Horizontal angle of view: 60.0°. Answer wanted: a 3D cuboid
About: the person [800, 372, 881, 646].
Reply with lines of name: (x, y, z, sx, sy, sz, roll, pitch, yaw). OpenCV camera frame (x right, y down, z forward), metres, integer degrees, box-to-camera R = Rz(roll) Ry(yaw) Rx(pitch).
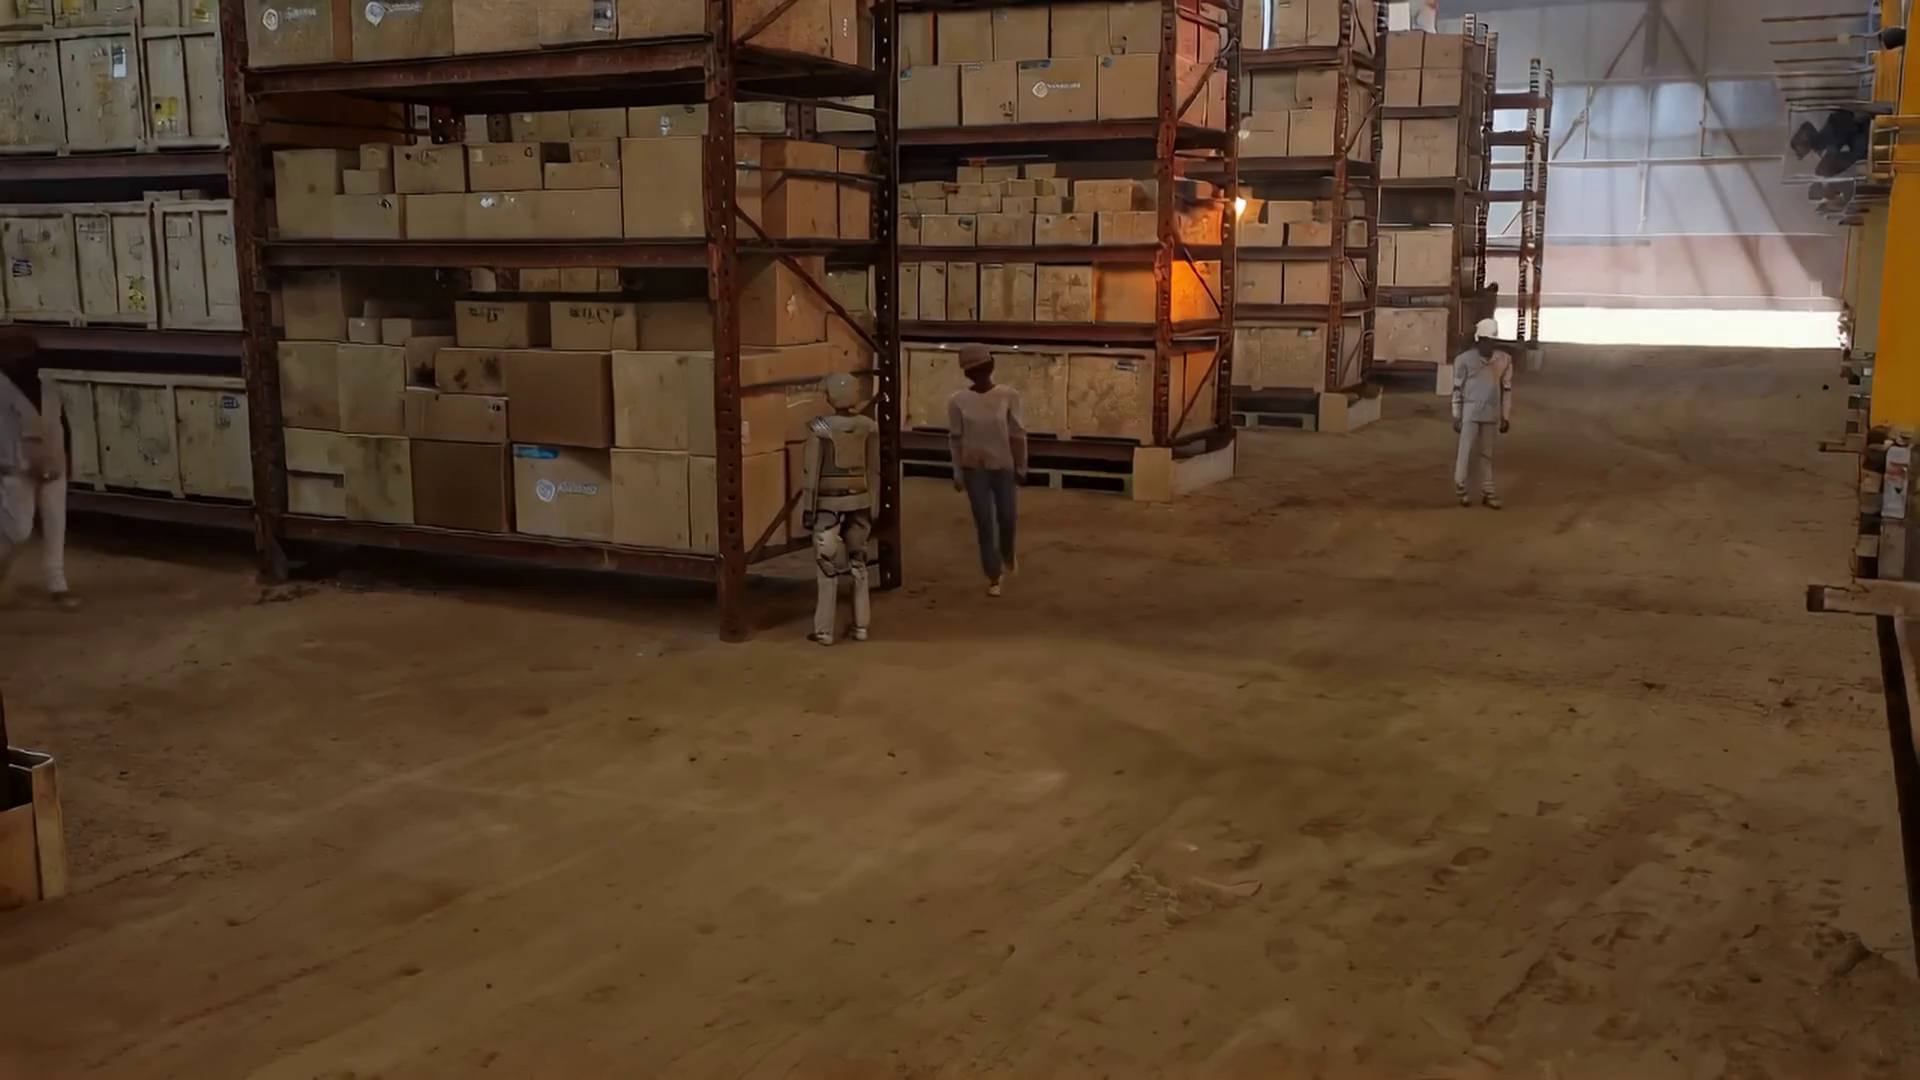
person: (-0.701, -0.182, 9.916, 0.525, 1.632, 0.312, -6, 12, -32)

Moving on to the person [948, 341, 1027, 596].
person: (0.186, -0.488, 11.348, 0.542, 1.733, 0.400, 1, 10, 7)

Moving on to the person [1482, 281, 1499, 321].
person: (11.660, -4.877, 36.862, 0.479, 1.709, 0.795, -6, 11, -31)

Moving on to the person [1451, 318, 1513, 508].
person: (4.786, -1.159, 15.234, 0.565, 1.745, 0.349, 0, 10, -2)

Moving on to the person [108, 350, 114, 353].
person: (-9.691, -2.031, 19.575, 0.613, 1.991, 0.391, 2, 10, 12)

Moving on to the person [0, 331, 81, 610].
person: (-6.096, -0.448, 10.864, 0.583, 1.827, 0.646, 5, 11, 25)
